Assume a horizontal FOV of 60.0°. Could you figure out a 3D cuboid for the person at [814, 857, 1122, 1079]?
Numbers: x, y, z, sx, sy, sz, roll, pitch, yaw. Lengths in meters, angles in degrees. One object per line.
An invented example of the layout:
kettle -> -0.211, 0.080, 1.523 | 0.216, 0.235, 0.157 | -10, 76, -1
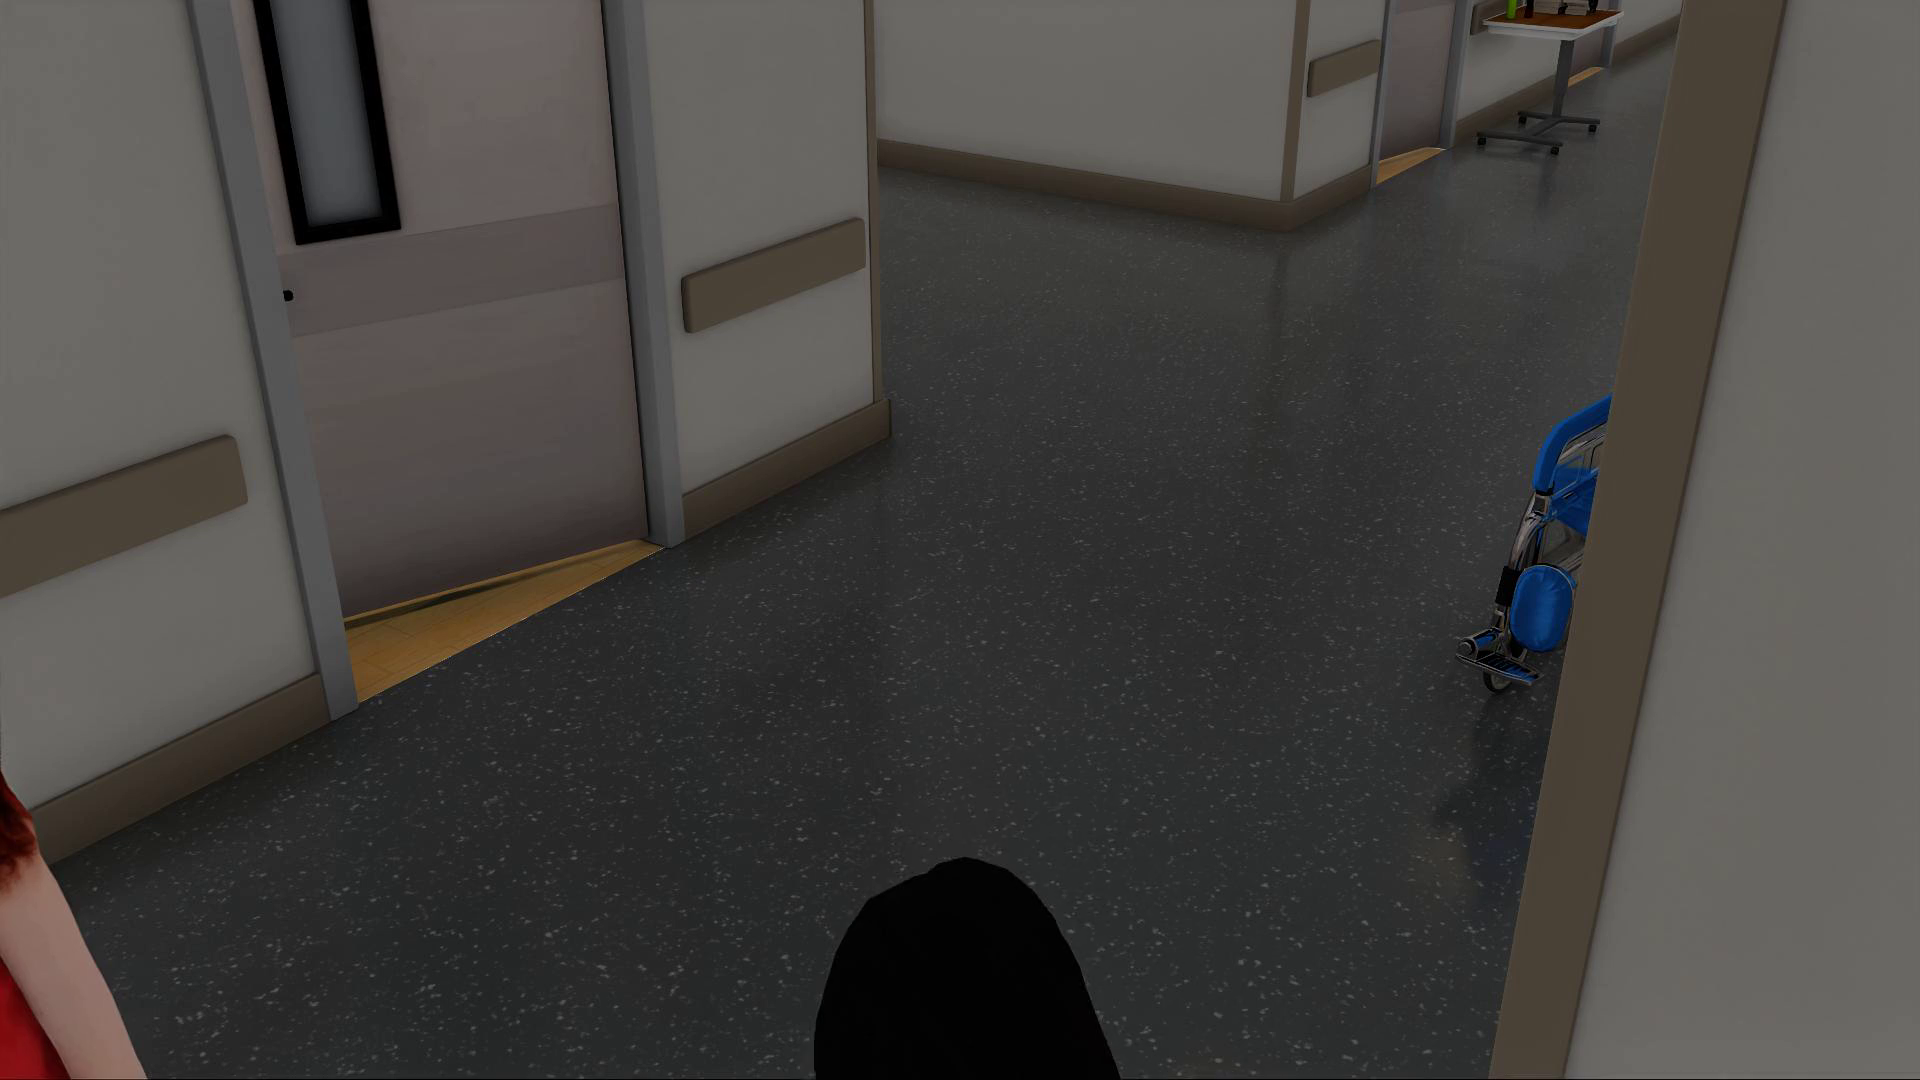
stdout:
person -> 0.005, 1.079, 1.467 | 0.717, 1.719, 0.773 | 5, 26, 10
